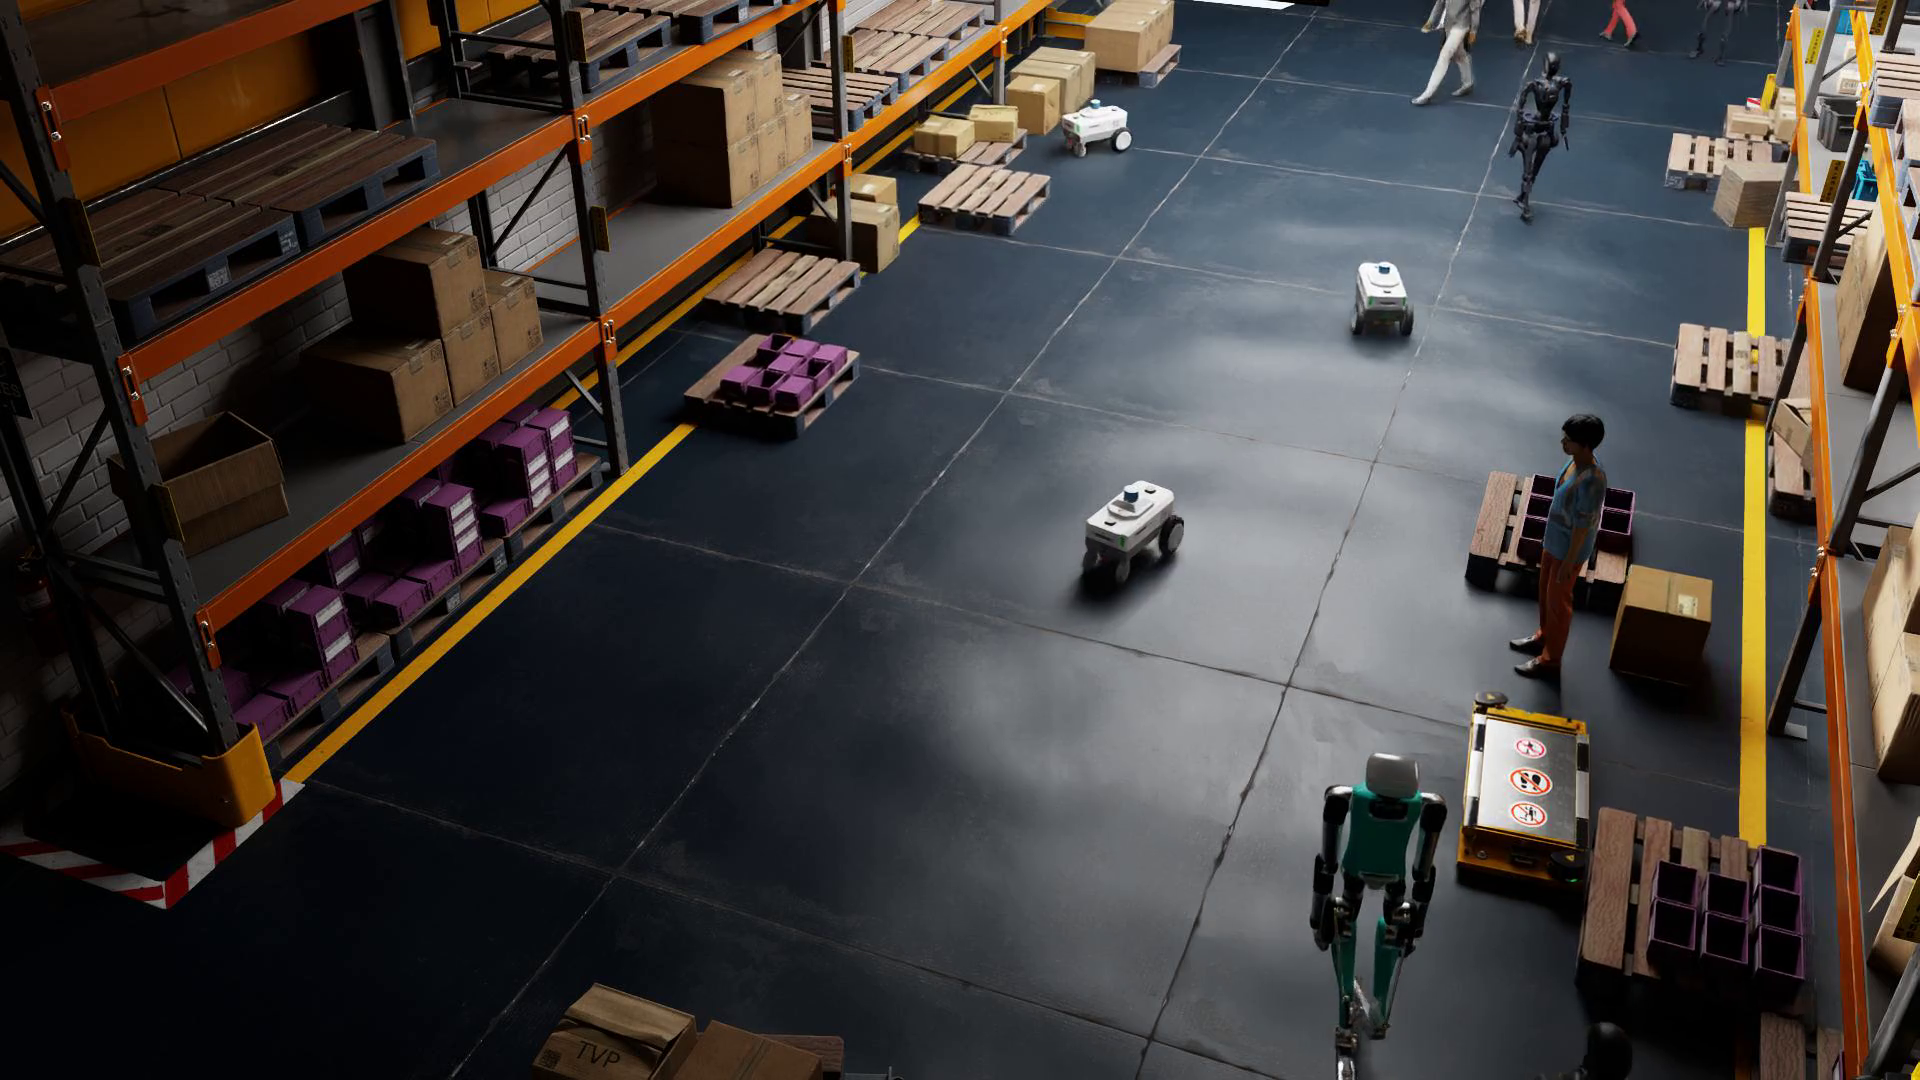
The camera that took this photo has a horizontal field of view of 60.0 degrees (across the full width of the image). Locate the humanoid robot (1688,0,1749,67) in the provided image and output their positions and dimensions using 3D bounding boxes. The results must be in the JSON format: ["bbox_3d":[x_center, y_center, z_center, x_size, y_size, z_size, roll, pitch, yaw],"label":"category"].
[{"bbox_3d":[9.590,-6.795,20.821,0.608,1.646,0.438,15,36,22],"label":"humanoid robot"}]

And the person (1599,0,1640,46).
[{"bbox_3d":[8.686,-7.269,21.489,0.560,1.723,0.758,-11,34,-16],"label":"person"}]

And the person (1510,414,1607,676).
[{"bbox_3d":[3.685,0.028,10.178,0.338,1.758,0.502,3,33,4],"label":"person"}]

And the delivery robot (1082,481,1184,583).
[{"bbox_3d":[1.182,-0.100,11.500,0.499,0.613,0.817,22,39,30],"label":"delivery robot"}]

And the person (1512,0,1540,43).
[{"bbox_3d":[7.433,-7.331,21.565,0.511,1.761,0.437,2,33,3],"label":"person"}]

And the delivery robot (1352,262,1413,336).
[{"bbox_3d":[3.708,-2.145,14.649,0.499,0.595,0.791,2,33,3],"label":"delivery robot"}]

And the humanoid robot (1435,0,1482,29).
[{"bbox_3d":[6.843,-7.773,22.298,0.987,1.765,0.545,-26,41,-34],"label":"humanoid robot"}]

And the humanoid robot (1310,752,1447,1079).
[{"bbox_3d":[1.837,1.809,7.432,0.532,1.727,0.997,3,33,5],"label":"humanoid robot"}]

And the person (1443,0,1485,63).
[{"bbox_3d":[6.365,-6.853,20.884,0.532,1.692,0.320,26,41,35],"label":"person"}]

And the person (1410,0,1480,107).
[{"bbox_3d":[5.819,-6.046,19.503,1.022,1.844,0.533,-13,35,-20],"label":"person"}]

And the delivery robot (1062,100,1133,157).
[{"bbox_3d":[1.489,-4.568,18.390,0.738,0.586,0.524,-18,37,-26],"label":"delivery robot"}]

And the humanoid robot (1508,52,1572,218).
[{"bbox_3d":[5.813,-4.014,16.527,0.609,1.634,0.707,-6,33,-9],"label":"humanoid robot"}]

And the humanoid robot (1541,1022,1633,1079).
[{"bbox_3d":[2.332,2.484,6.476,0.601,1.640,0.521,1,33,1],"label":"humanoid robot"}]

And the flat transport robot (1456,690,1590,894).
[{"bbox_3d":[3.207,1.397,9.430,0.659,0.231,1.431,10,34,15],"label":"flat transport robot"}]
